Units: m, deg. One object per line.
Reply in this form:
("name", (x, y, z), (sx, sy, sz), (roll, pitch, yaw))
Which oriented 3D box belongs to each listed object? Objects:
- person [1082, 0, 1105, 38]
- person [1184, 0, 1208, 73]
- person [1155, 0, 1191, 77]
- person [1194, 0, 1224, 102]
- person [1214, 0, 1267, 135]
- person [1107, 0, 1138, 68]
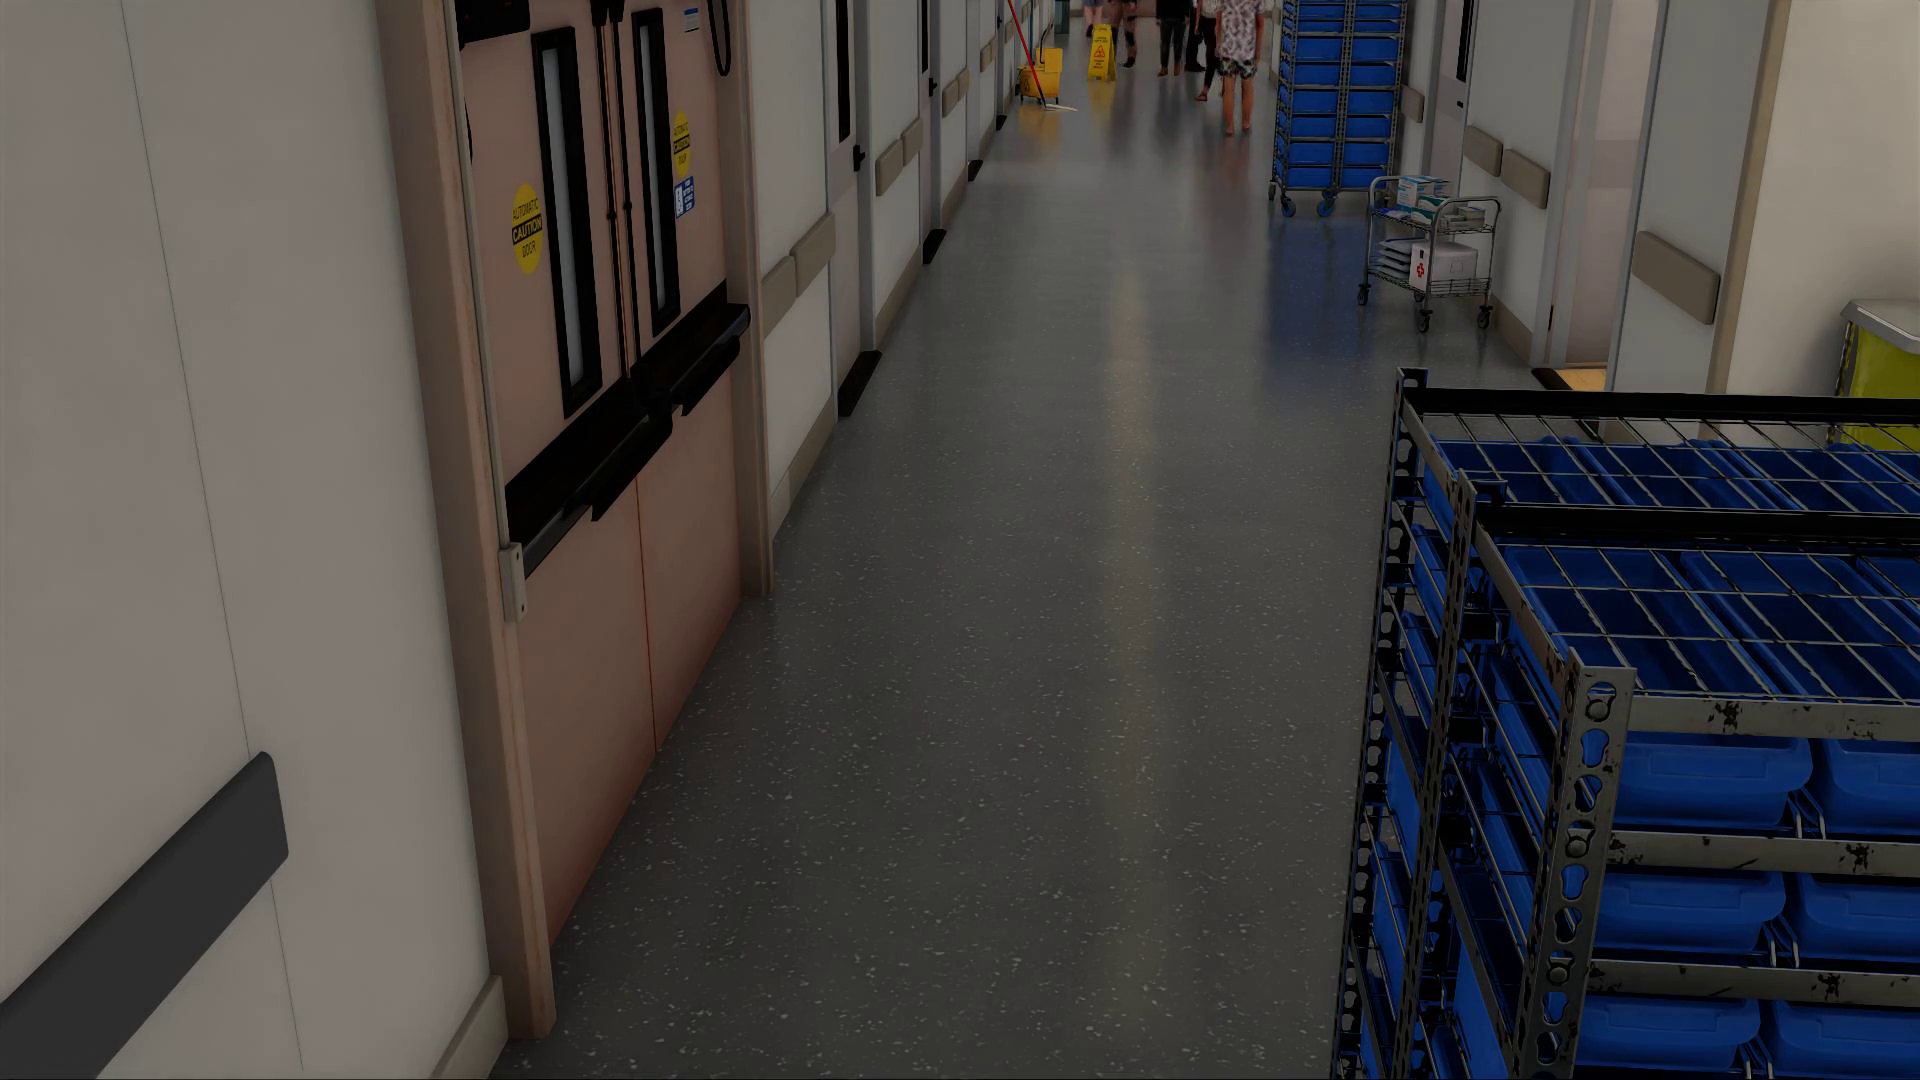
("person", (2.440, -10.007, 30.197), (0.670, 1.815, 0.886), (1, 21, 3))
("person", (3.522, -7.873, 24.537), (0.771, 1.834, 0.599), (9, 23, 23))
("person", (3.059, -7.475, 23.661), (0.725, 1.711, 0.691), (9, 22, 22))
("person", (3.194, -6.352, 20.585), (1.046, 1.788, 1.251), (16, 26, 36))
("person", (2.911, -5.151, 17.416), (0.747, 1.789, 0.977), (4, 21, 10))
("person", (2.450, -7.878, 24.482), (0.901, 1.882, 1.266), (9, 22, 21))
